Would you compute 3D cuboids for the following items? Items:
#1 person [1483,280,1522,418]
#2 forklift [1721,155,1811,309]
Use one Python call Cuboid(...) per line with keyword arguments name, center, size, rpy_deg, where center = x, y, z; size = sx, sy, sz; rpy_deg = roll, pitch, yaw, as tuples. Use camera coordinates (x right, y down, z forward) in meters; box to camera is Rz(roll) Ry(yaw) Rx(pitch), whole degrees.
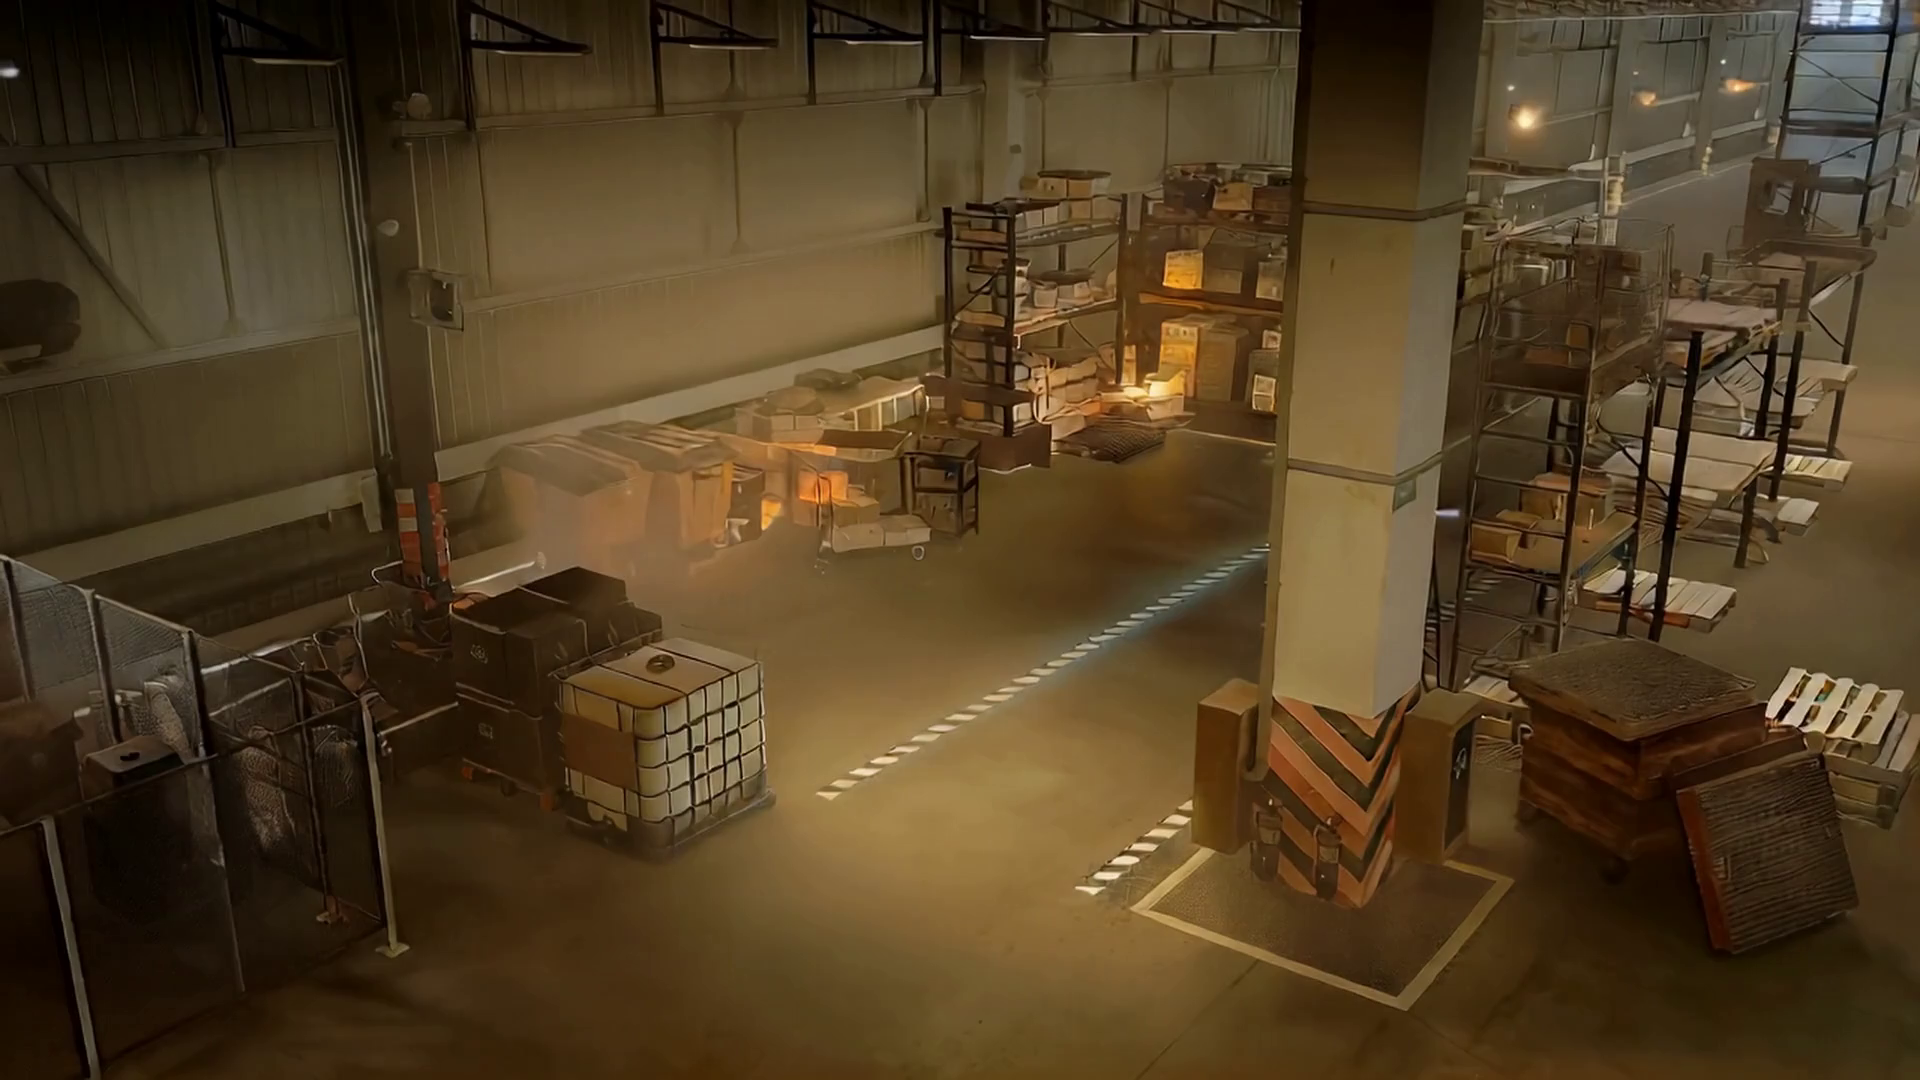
Cuboid(name="person", center=(7.650, -2.684, 23.332), size=(0.372, 1.936, 0.629), rpy_deg=(0, 18, 0))
Cuboid(name="forklift", center=(15.399, -5.864, 31.567), size=(1.129, 2.768, 1.873), rpy_deg=(13, 22, 34))
